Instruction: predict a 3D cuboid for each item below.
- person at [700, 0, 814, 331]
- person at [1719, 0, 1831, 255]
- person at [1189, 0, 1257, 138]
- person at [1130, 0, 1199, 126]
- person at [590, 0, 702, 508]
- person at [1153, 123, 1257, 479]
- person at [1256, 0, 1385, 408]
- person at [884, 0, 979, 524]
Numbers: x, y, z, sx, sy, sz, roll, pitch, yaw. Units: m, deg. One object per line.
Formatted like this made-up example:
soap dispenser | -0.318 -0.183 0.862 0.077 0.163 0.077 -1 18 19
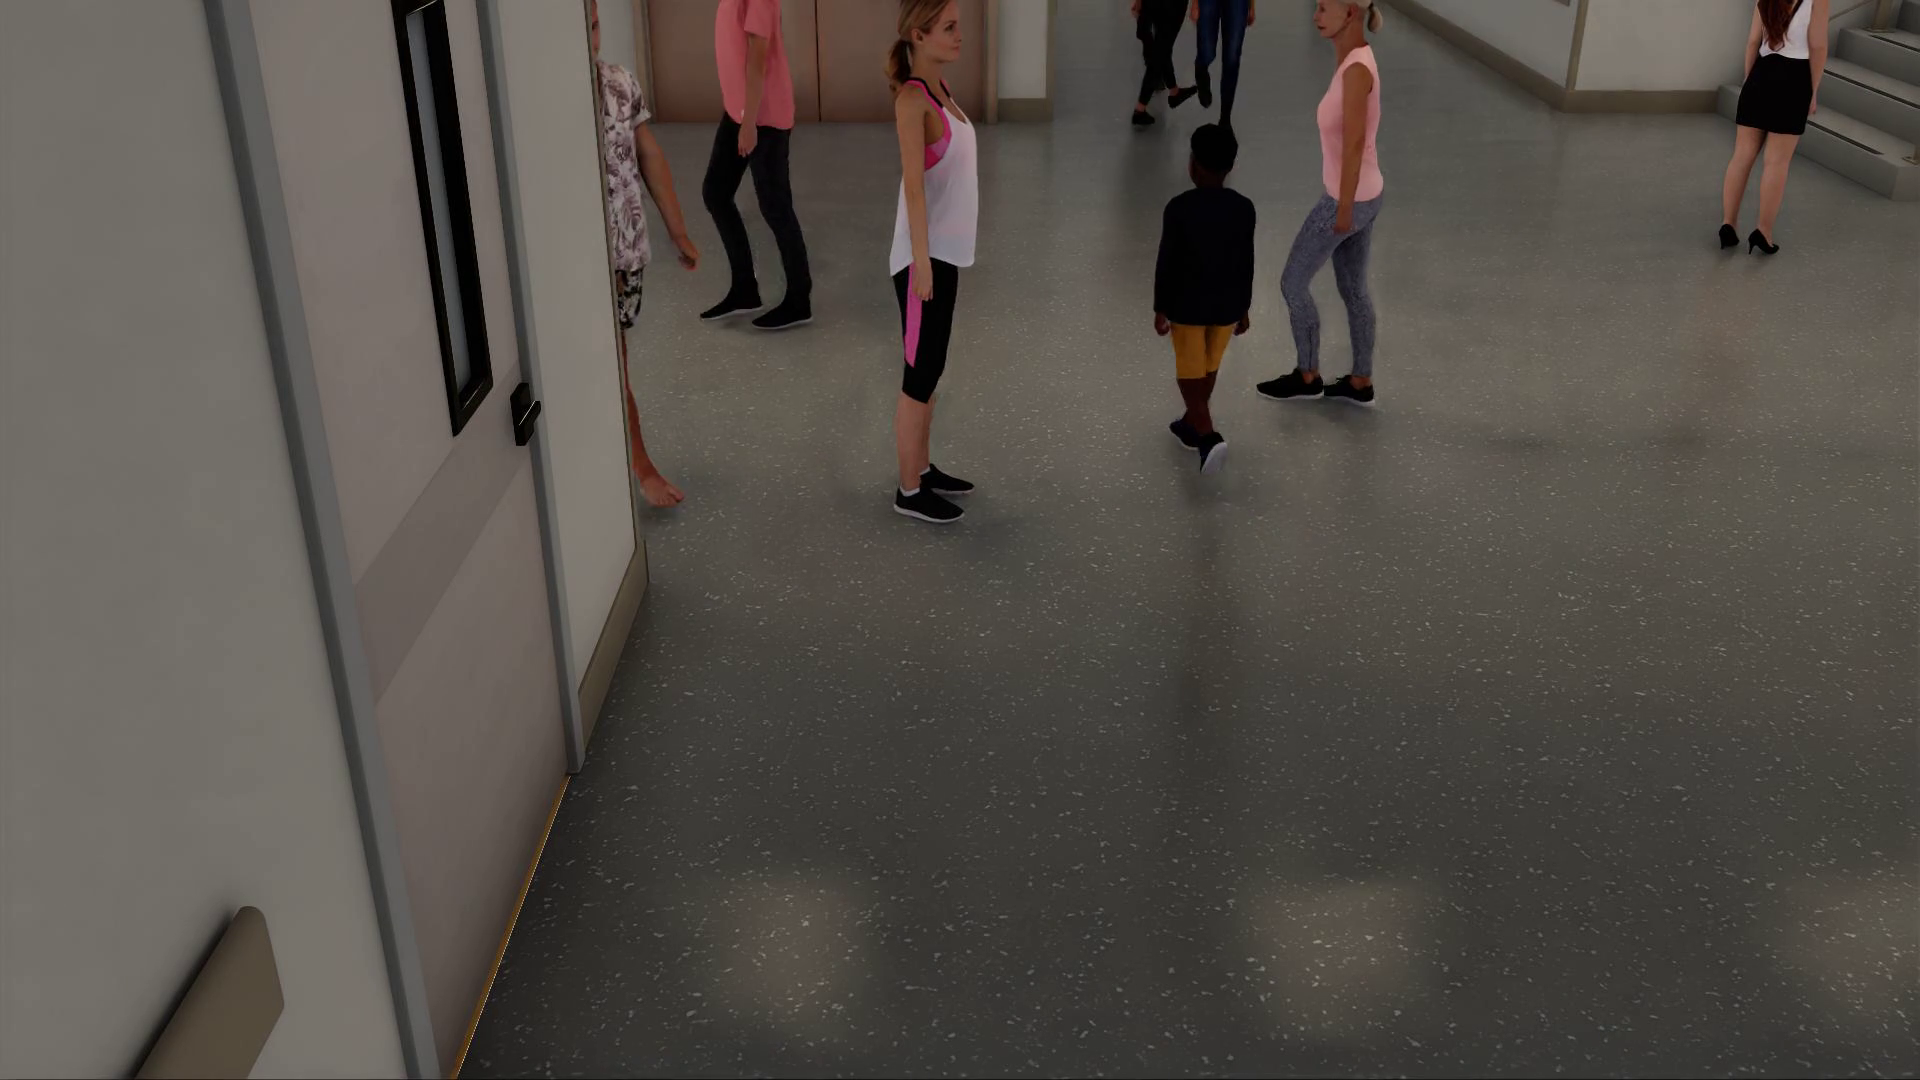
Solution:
person | -0.806 -1.887 7.398 0.866 1.940 0.806 -11 28 -22
person | 4.228 -2.316 8.621 0.678 1.650 0.633 -20 32 -35
person | 1.739 -3.652 11.304 0.911 1.726 0.721 -4 26 -8
person | 1.372 -3.700 11.462 1.125 1.675 1.128 17 30 31
person | -1.351 -1.039 5.824 1.102 1.779 1.001 15 30 28
person | 0.905 -0.846 6.029 0.821 1.253 0.703 -6 26 -12
person | 1.576 -1.315 6.487 0.798 1.700 0.707 12 28 23
person | -0.119 -0.942 5.613 0.580 1.787 0.649 5 26 10
